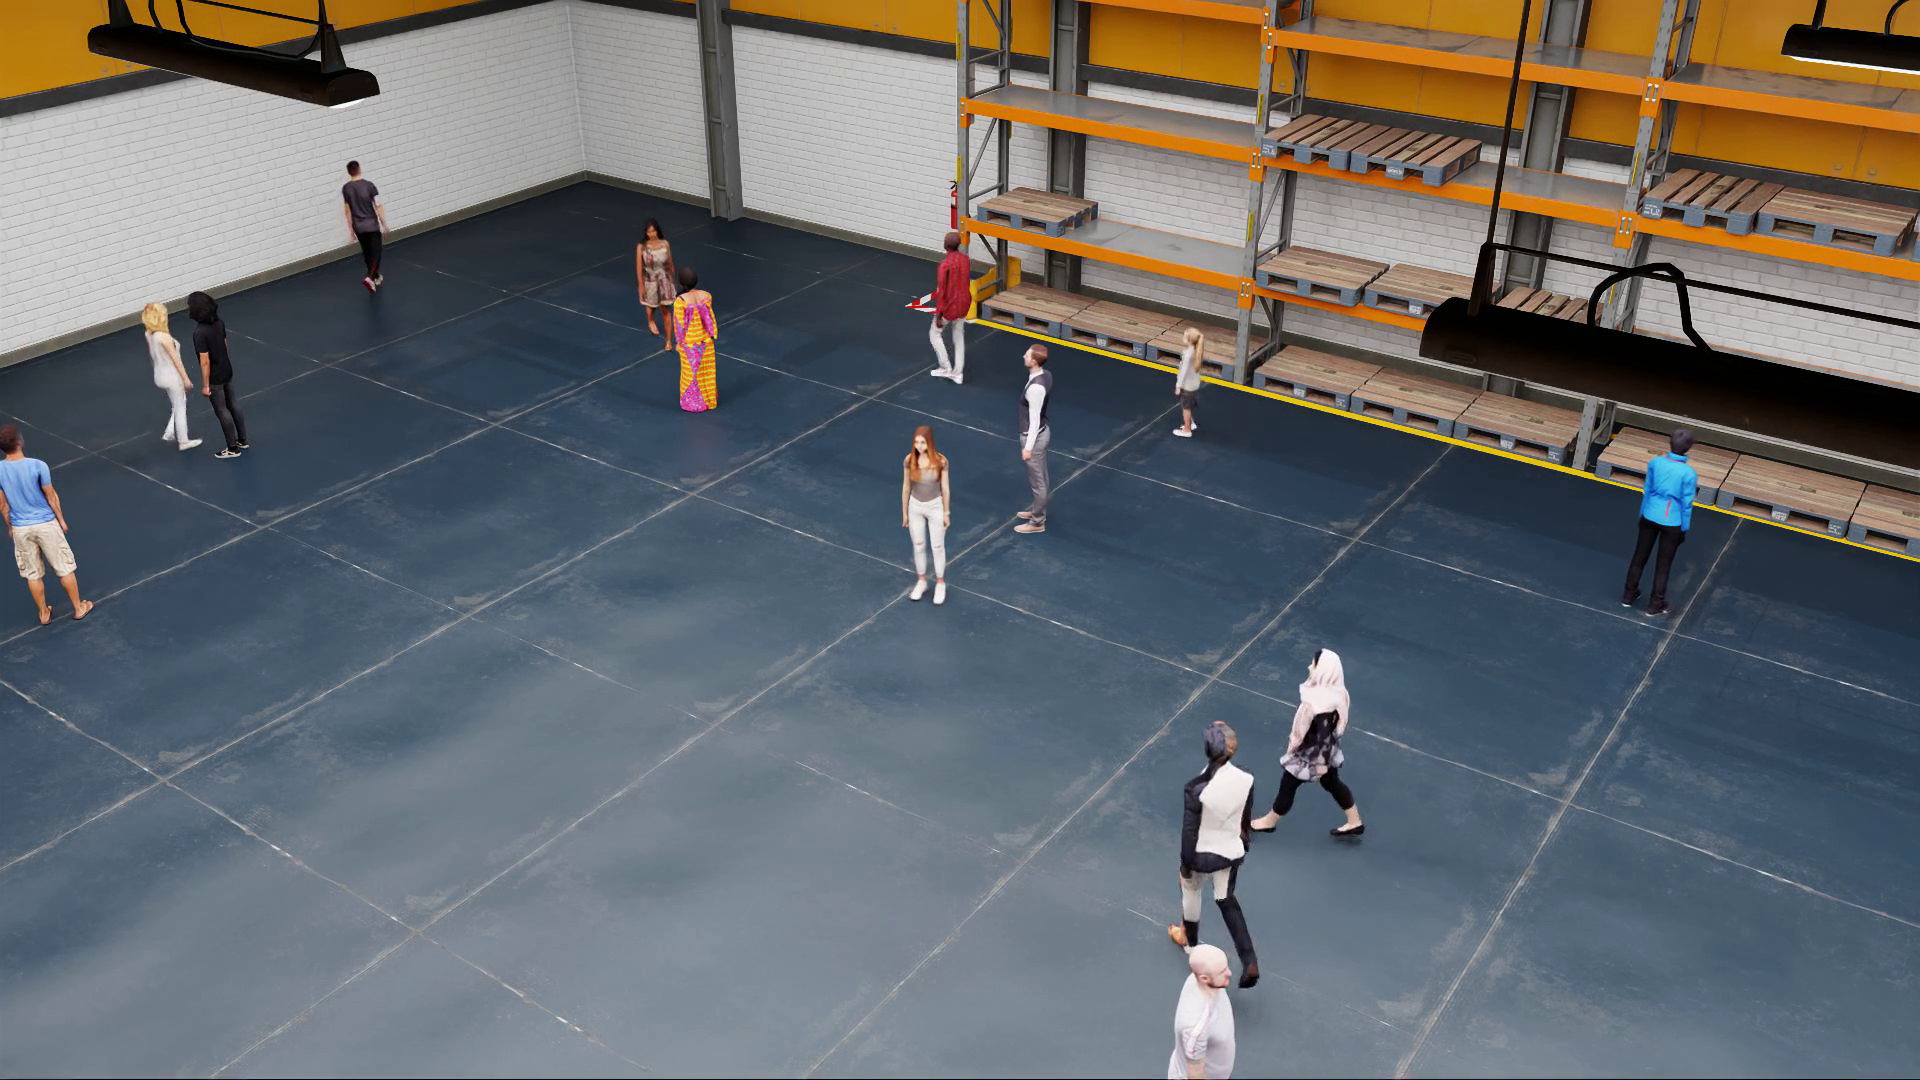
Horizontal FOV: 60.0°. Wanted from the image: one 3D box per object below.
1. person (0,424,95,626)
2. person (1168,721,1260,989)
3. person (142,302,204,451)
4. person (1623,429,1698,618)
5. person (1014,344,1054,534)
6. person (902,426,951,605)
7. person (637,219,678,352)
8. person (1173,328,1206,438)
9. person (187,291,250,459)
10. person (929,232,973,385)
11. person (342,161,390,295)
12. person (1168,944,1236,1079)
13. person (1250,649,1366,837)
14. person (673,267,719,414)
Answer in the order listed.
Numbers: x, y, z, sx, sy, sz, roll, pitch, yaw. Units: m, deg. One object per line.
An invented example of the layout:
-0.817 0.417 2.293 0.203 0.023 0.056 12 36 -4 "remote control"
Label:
-8.118 -0.134 14.593 0.730 1.863 0.757 -9 30 -16 "person"
1.658 2.049 10.588 1.061 1.865 1.227 -11 30 -19 "person"
-8.480 -1.711 17.694 0.568 1.663 0.702 24 37 37 "person"
6.210 -0.167 14.723 0.713 1.796 0.557 -23 36 -36 "person"
0.737 -1.001 16.104 0.716 1.937 0.738 5 29 9 "person"
-0.292 -0.254 14.967 0.599 1.716 0.724 5 29 9 "person"
-3.747 -3.193 20.473 1.088 1.603 1.214 -10 30 -17 "person"
2.540 -1.707 18.097 0.560 1.270 0.548 15 32 26 "person"
-7.867 -1.770 17.620 0.692 1.836 0.707 4 29 7 "person"
-0.029 -2.676 19.309 0.776 1.810 0.759 -22 36 -35 "person"
-7.870 -4.101 21.997 1.097 1.737 1.039 1 29 2 "person"
1.289 2.916 9.034 0.706 1.832 0.730 8 30 14 "person"
2.628 1.503 11.875 1.209 1.591 0.955 5 29 9 "person"
-3.011 -2.288 18.731 0.705 1.682 0.716 -24 36 -36 "person"
